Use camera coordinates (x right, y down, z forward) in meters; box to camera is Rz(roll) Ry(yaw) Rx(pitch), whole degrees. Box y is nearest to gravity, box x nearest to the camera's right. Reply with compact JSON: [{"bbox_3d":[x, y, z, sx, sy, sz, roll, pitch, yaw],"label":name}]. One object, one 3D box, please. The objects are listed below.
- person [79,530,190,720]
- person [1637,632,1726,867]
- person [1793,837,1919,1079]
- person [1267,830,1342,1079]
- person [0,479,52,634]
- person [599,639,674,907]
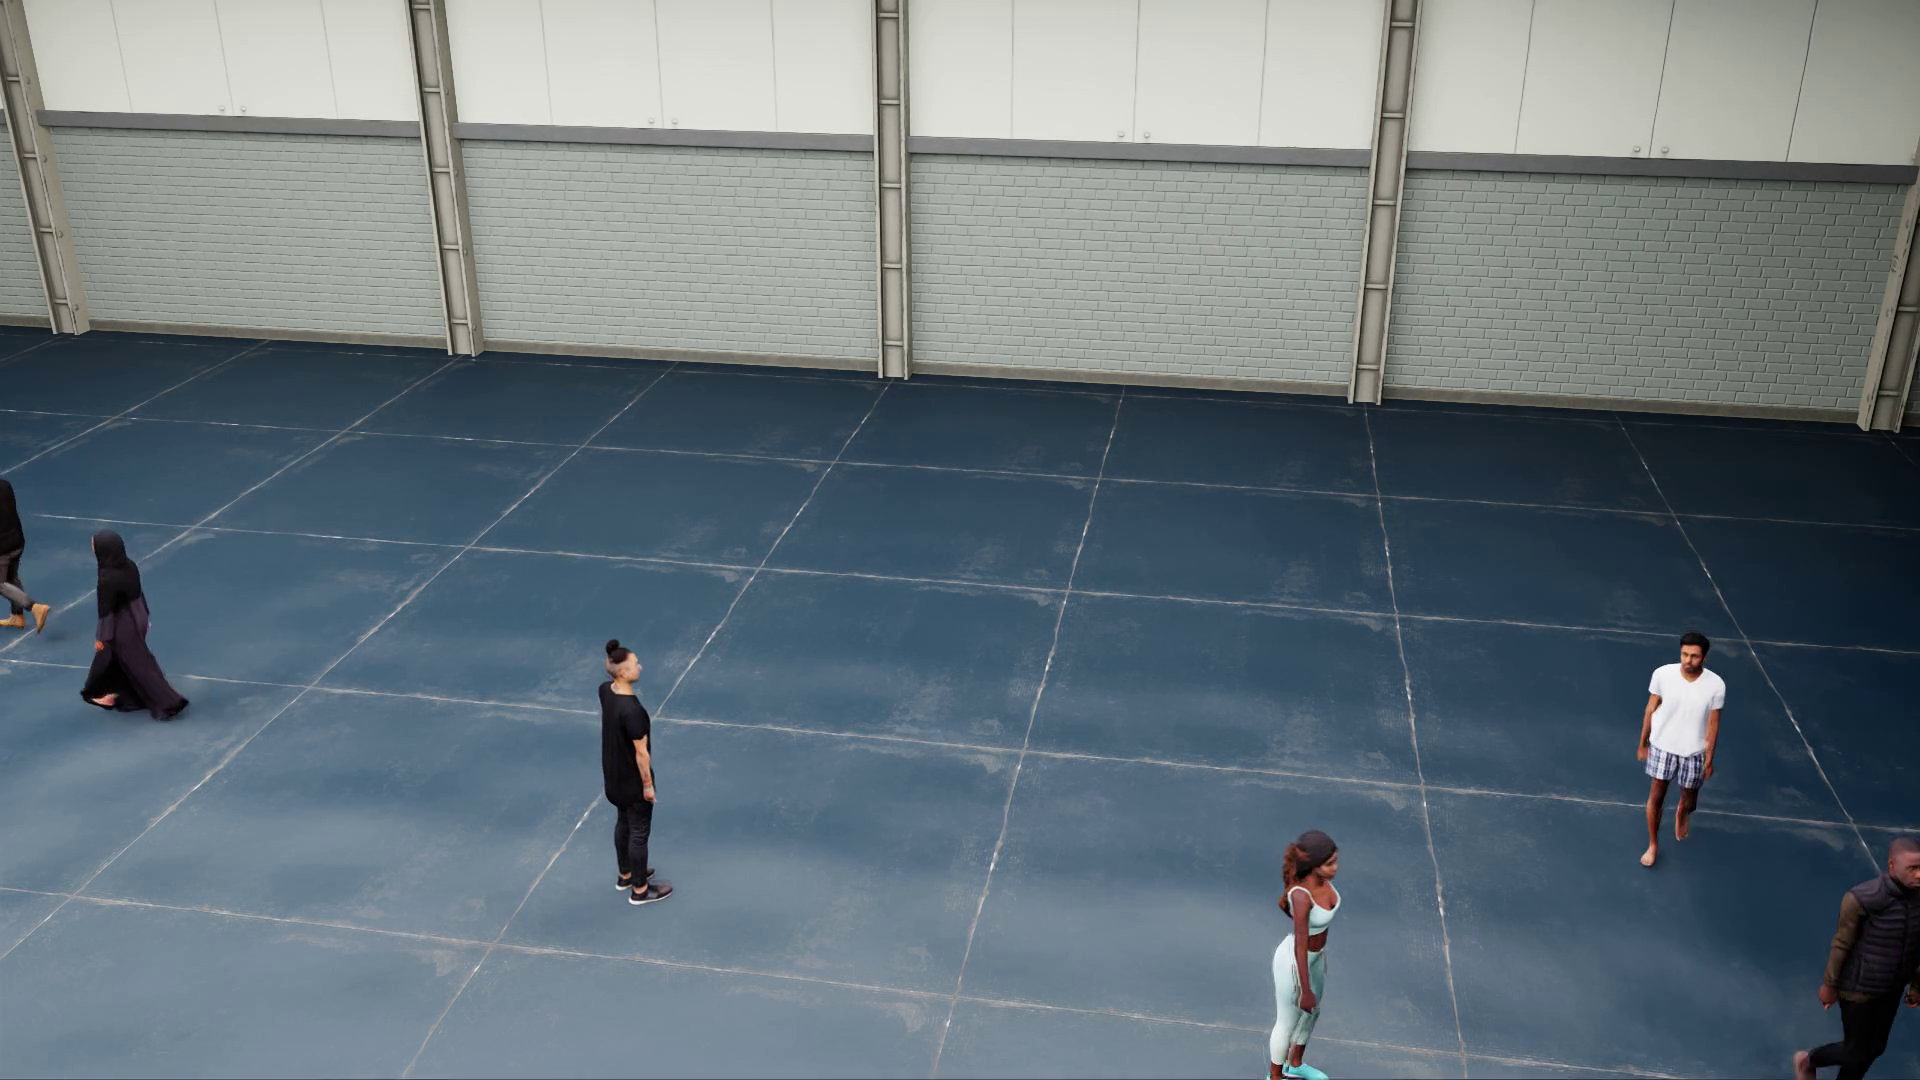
[{"bbox_3d":[-6.485,0.676,13.065,1.137,1.607,0.777,-1,23,-2],"label":"person"},{"bbox_3d":[4.883,1.379,11.269,0.795,1.719,0.834,13,26,28],"label":"person"},{"bbox_3d":[4.824,2.328,8.902,0.815,1.824,0.893,-5,23,-11],"label":"person"},{"bbox_3d":[1.838,2.308,9.074,0.653,1.726,0.646,13,26,29],"label":"person"},{"bbox_3d":[-8.281,0.029,14.460,0.907,1.706,0.679,5,24,13],"label":"person"},{"bbox_3d":[-2.150,1.487,10.826,0.818,1.867,0.762,-15,27,-32],"label":"person"}]
